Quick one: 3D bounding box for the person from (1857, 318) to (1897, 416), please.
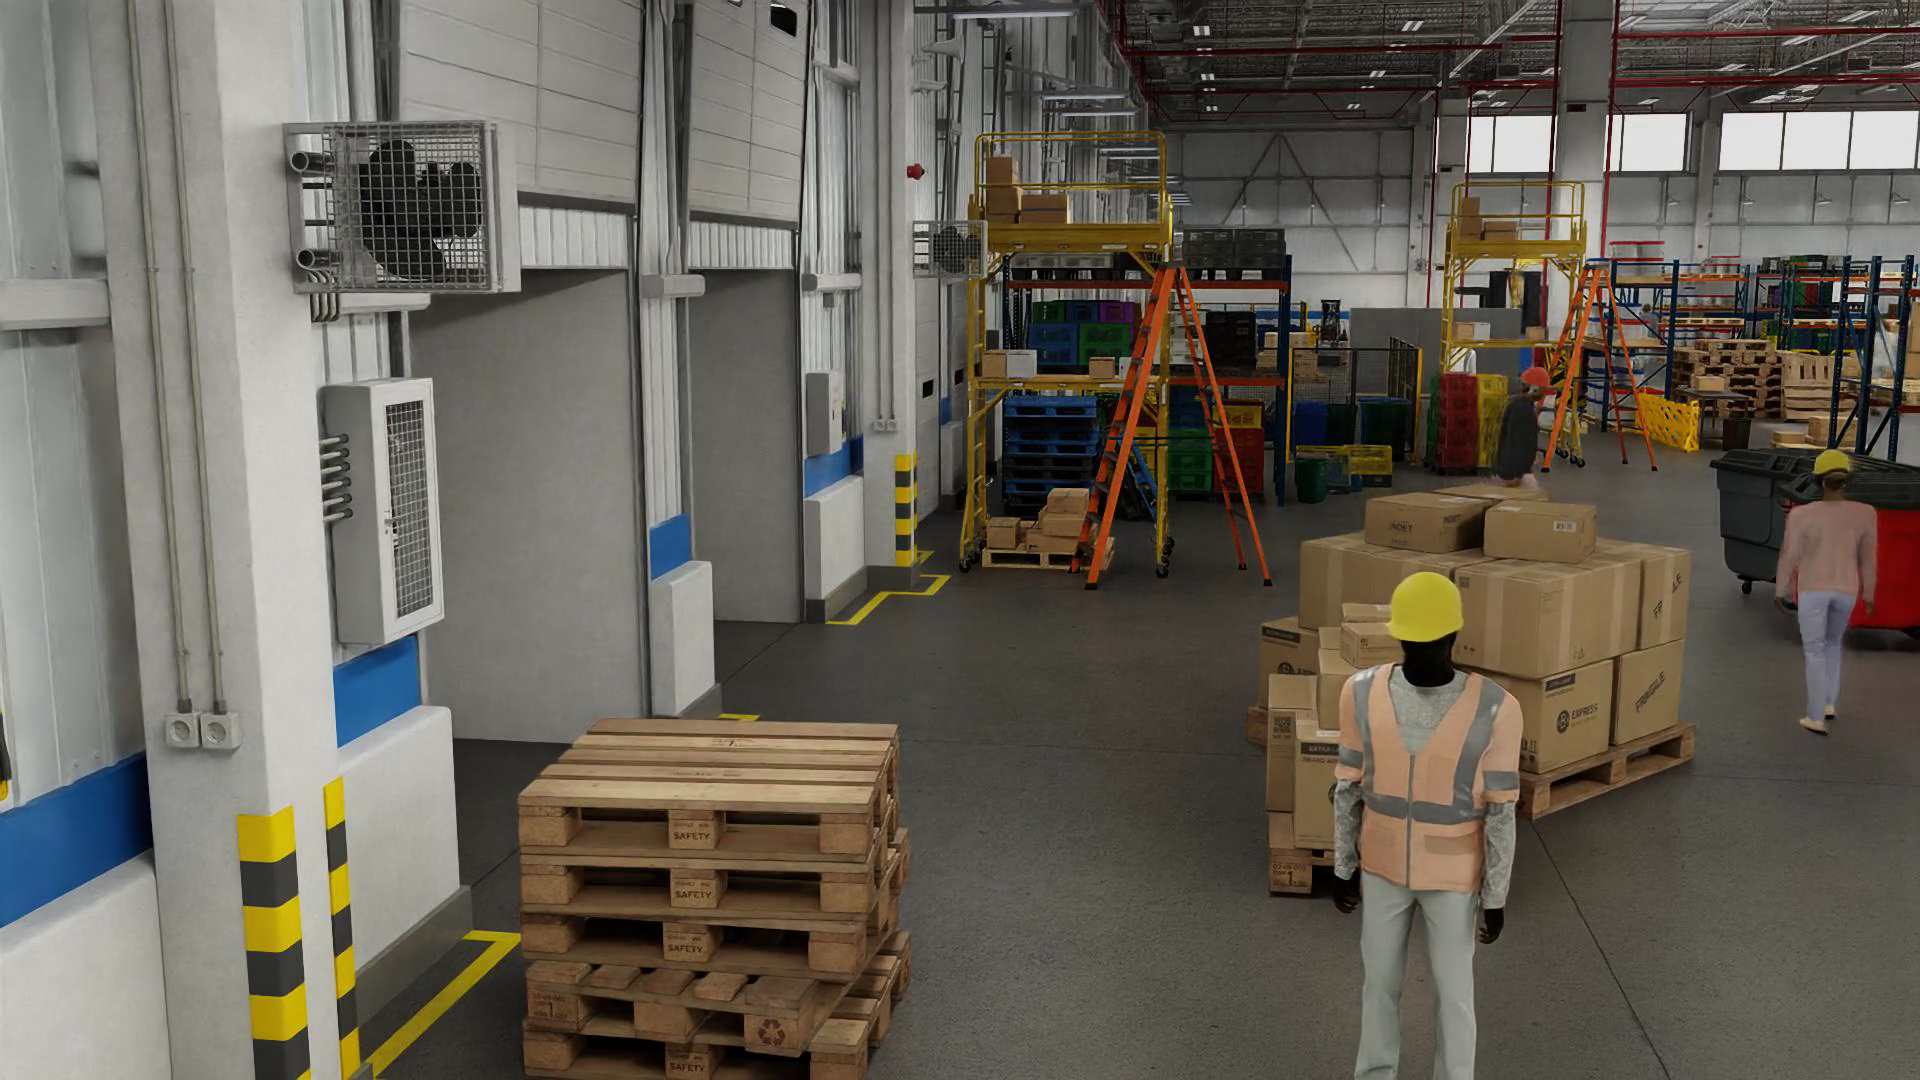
[{"bbox_3d":[17.950,-3.397,32.672,0.653,1.911,0.785,-1,9,-5],"label":"person"}]

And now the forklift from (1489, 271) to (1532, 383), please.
[{"bbox_3d":[13.424,-5.322,41.592,1.873,2.768,1.129,1,9,9],"label":"forklift"}]

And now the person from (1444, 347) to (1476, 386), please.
[{"bbox_3d":[8.106,-2.473,27.088,0.575,1.882,0.361,6,11,31],"label":"person"}]

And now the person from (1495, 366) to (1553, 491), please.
[{"bbox_3d":[5.300,-0.647,15.594,0.748,1.958,0.621,-1,9,-4],"label":"person"}]

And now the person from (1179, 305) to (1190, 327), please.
[{"bbox_3d":[5.957,-5.287,44.326,0.386,1.929,0.551,2,9,12],"label":"person"}]

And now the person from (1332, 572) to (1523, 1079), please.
[{"bbox_3d":[1.465,1.042,5.298,0.586,1.920,0.398,6,11,32],"label":"person"}]

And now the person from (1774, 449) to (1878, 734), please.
[{"bbox_3d":[5.344,0.307,10.324,0.554,1.745,0.553,1,9,5],"label":"person"}]

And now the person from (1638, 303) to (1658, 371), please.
[{"bbox_3d":[19.469,-5.767,47.275,0.655,1.920,0.564,4,10,25],"label":"person"}]

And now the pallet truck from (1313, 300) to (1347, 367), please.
[{"bbox_3d":[11.159,-6.200,49.718,0.823,1.965,1.885,4,10,26],"label":"pallet truck"}]

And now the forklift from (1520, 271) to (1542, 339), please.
[{"bbox_3d":[15.552,-5.939,45.397,1.873,2.768,1.129,1,9,9],"label":"forklift"}]
